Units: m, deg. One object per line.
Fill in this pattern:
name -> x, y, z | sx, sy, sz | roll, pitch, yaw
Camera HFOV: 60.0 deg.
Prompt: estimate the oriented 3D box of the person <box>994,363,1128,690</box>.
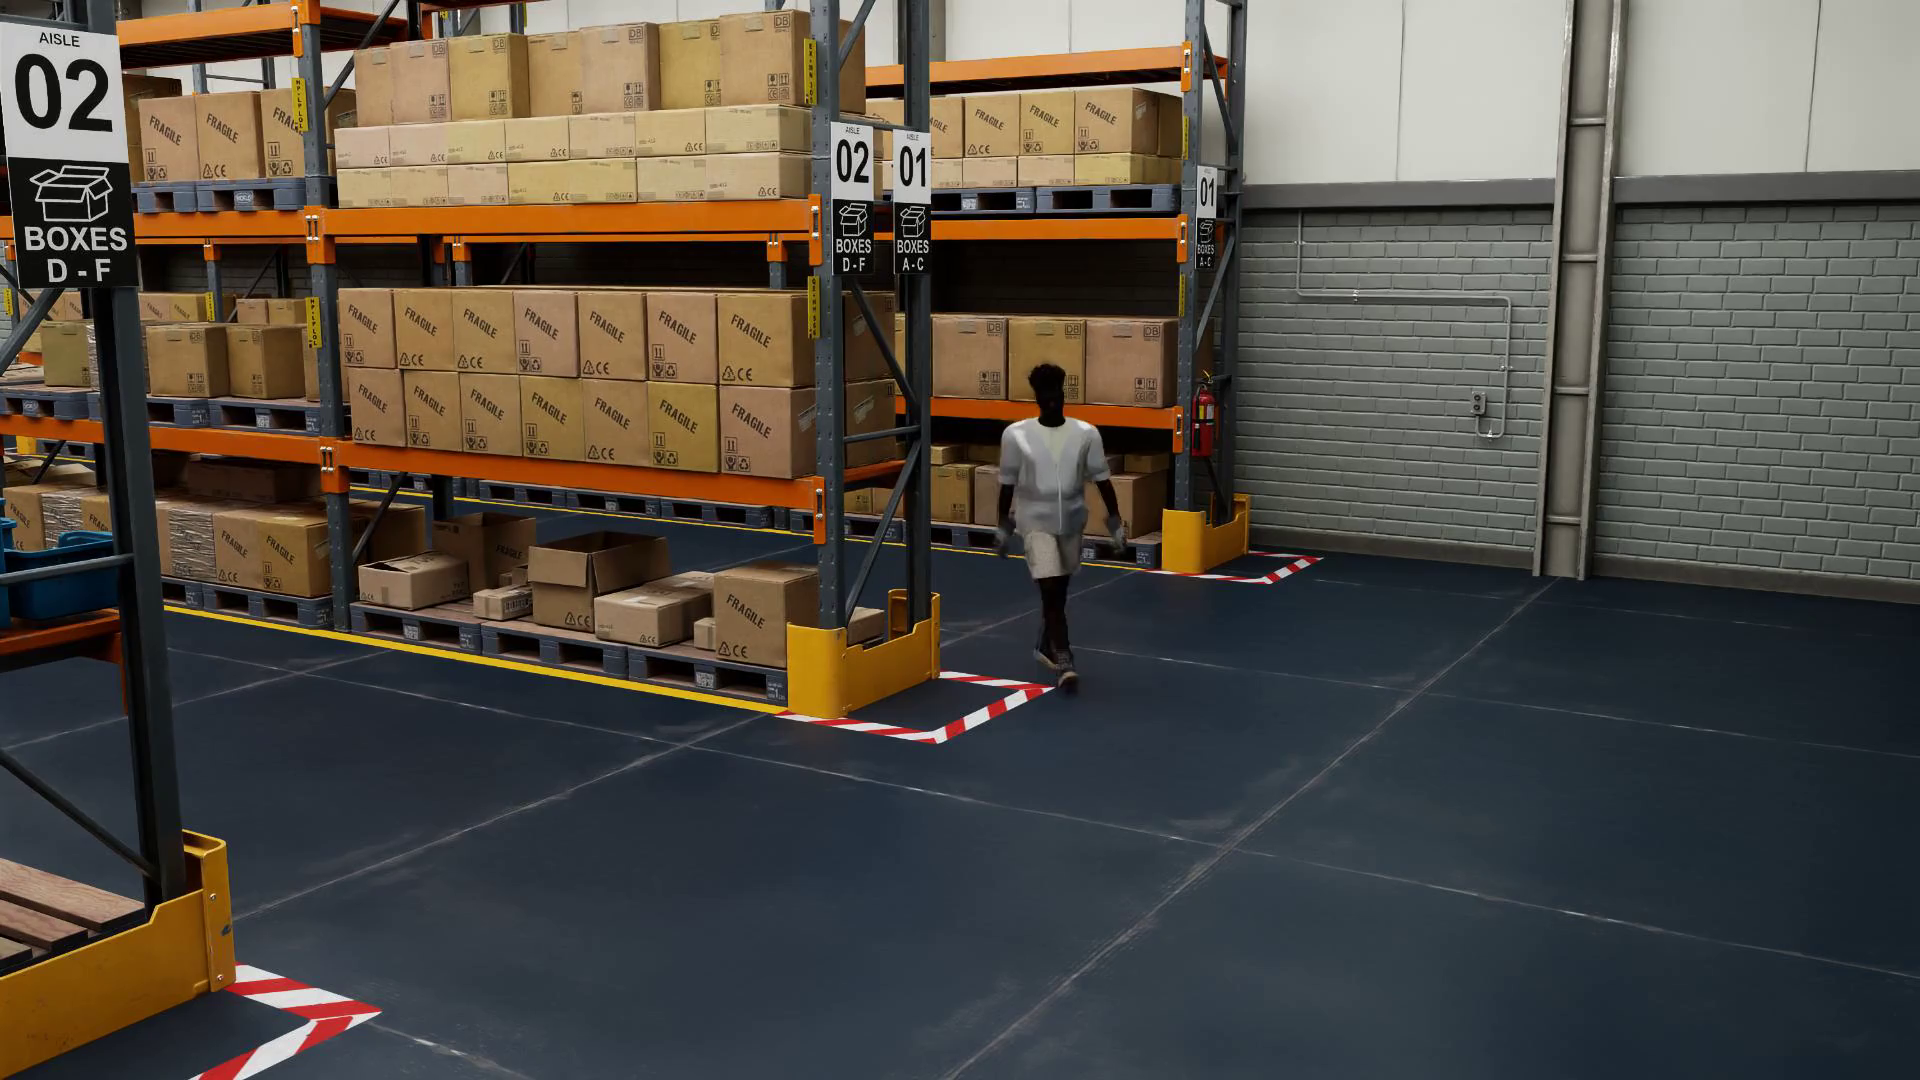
person -> 0.614, -0.088, 9.854 | 0.747, 1.895, 1.006 | -2, 10, -12
